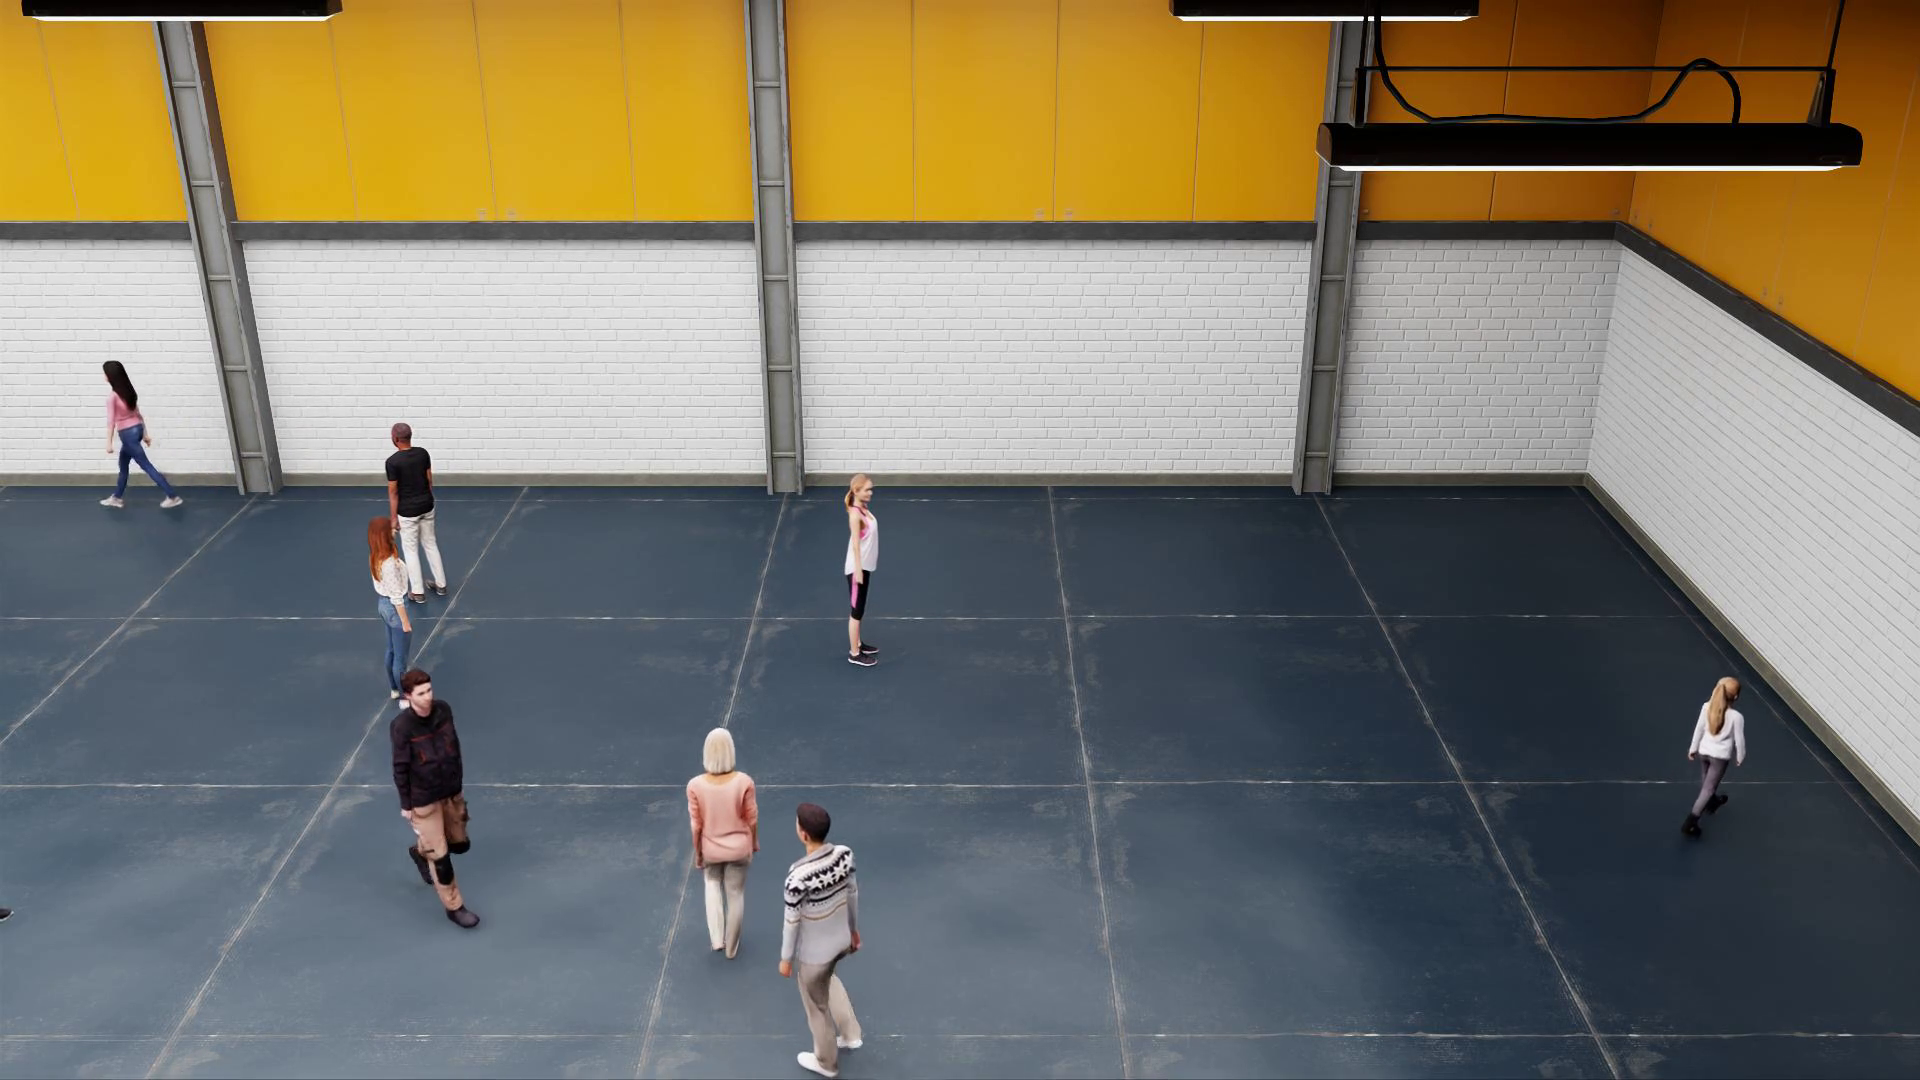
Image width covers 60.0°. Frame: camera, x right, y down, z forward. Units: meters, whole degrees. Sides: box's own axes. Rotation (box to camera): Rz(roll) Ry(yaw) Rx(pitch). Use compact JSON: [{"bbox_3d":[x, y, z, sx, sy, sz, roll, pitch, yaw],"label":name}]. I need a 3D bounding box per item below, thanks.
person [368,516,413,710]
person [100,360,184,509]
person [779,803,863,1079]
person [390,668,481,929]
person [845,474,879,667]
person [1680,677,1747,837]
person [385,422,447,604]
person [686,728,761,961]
[{"bbox_3d":[-4.825,0.603,14.154,0.679,1.729,0.654,-15,28,-31],"label":"person"},{"bbox_3d":[-8.937,-1.096,18.088,1.152,1.691,0.625,1,24,3],"label":"person"},{"bbox_3d":[-0.763,2.423,9.844,0.838,1.846,0.804,16,28,33],"label":"person"},{"bbox_3d":[-3.635,1.725,11.361,1.148,1.909,1.040,17,29,34],"label":"person"},{"bbox_3d":[-0.906,0.250,14.890,0.536,1.786,0.618,2,24,5],"label":"person"},{"bbox_3d":[5.587,1.632,12.394,0.956,1.252,0.781,-14,27,-28],"label":"person"},{"bbox_3d":[-5.268,-0.272,16.063,0.772,1.803,0.742,15,28,31],"label":"person"},{"bbox_3d":[-1.538,2.042,10.879,0.582,1.714,0.669,-2,24,-4],"label":"person"}]
